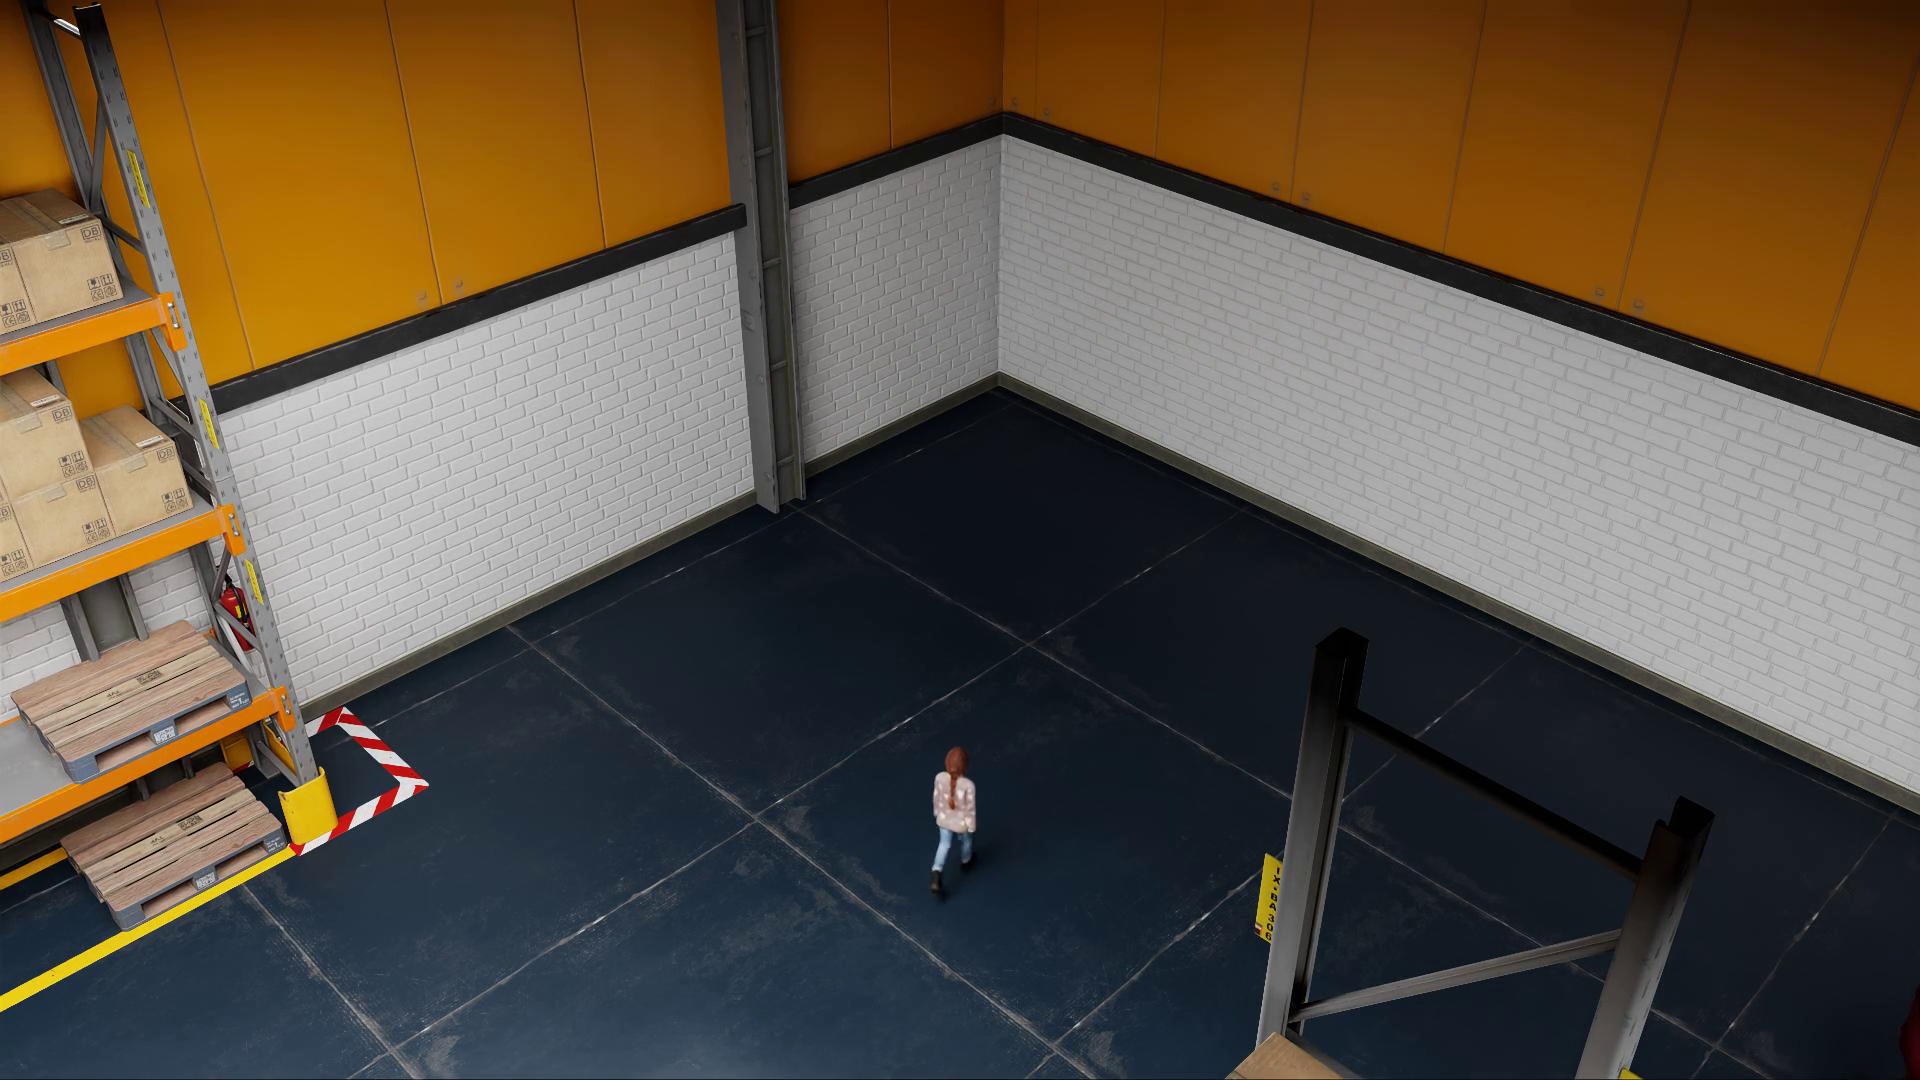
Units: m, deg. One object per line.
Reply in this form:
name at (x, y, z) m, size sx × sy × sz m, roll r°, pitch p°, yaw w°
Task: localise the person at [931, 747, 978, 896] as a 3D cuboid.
person at (-0.056, 1.945, 11.494) m, size 0.669 × 1.181 × 0.864 m, roll 13°, pitch 36°, yaw 19°
